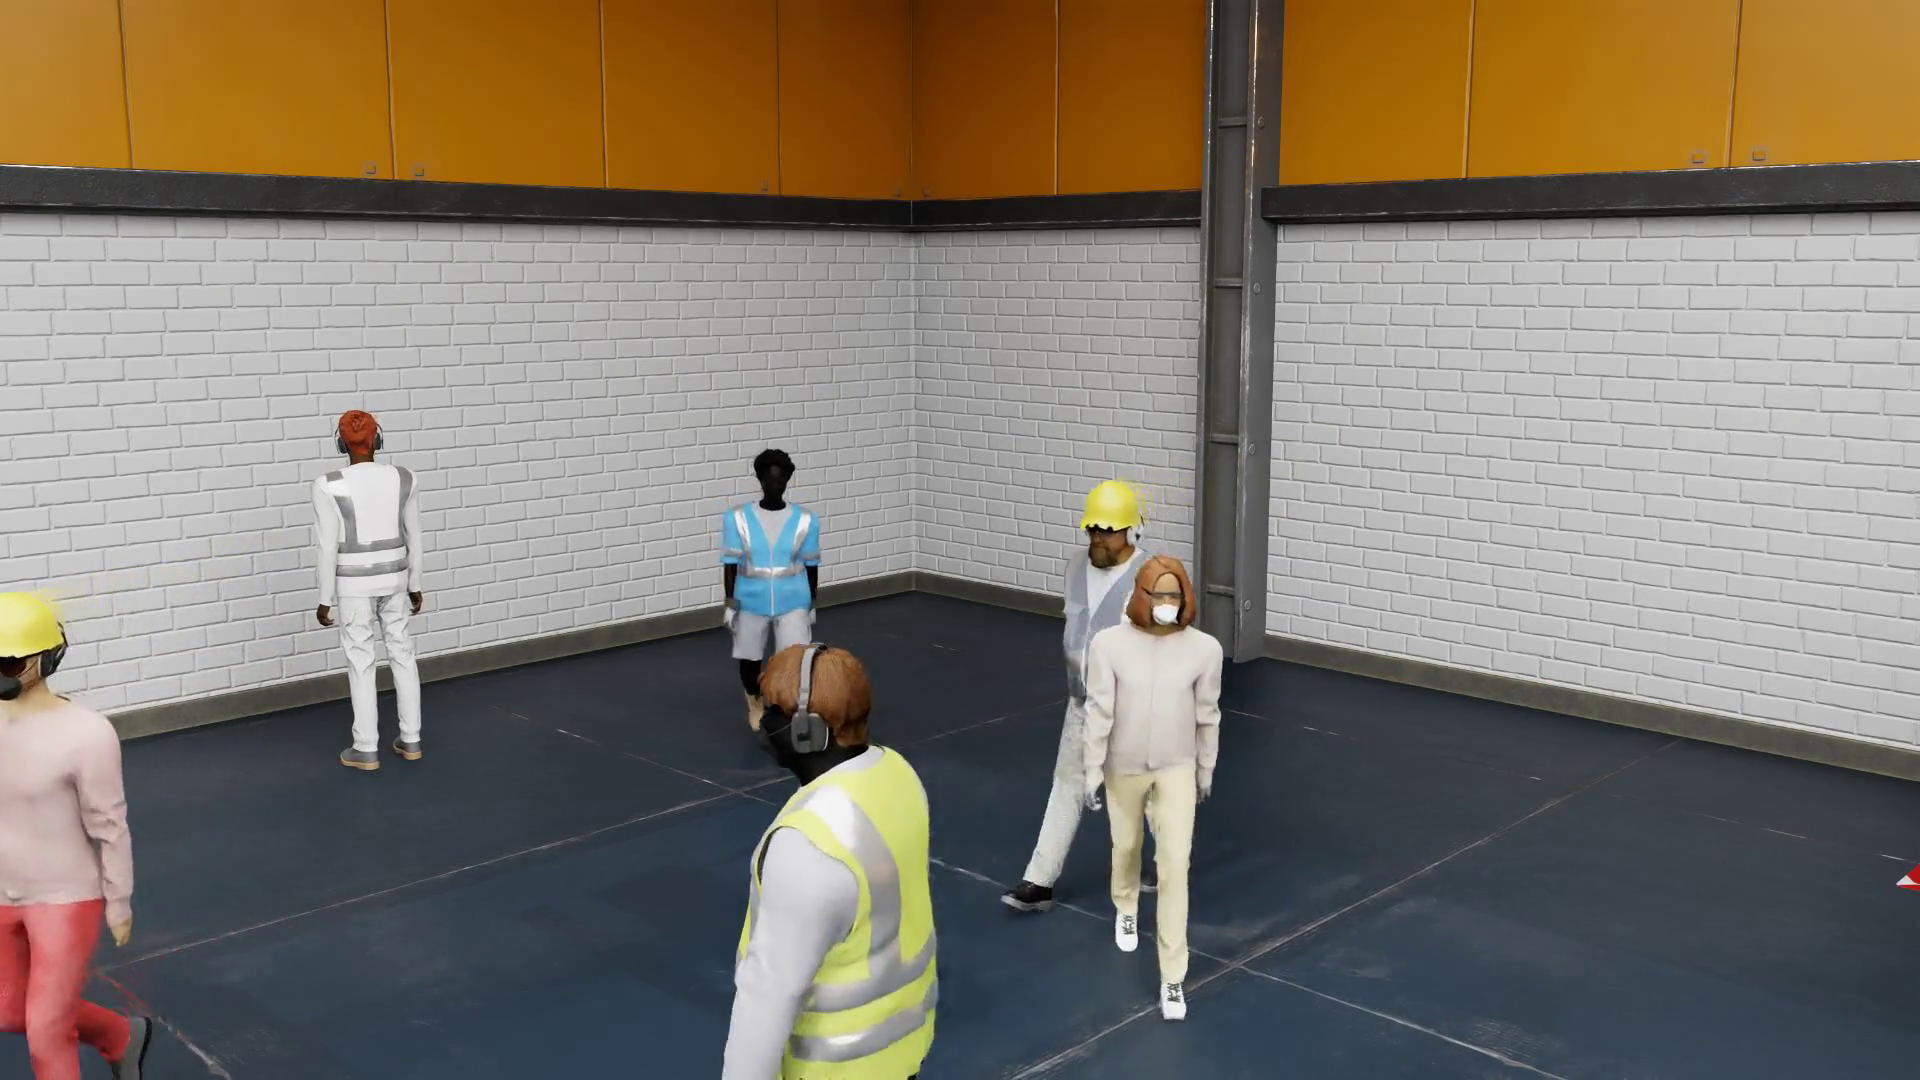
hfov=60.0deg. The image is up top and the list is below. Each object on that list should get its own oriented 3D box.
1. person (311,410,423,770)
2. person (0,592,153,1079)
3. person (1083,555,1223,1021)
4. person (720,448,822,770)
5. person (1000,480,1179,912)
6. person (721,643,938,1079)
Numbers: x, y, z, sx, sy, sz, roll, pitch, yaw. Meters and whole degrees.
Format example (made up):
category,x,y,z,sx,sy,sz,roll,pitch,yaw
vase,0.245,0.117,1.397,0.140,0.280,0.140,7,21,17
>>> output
category,x,y,z,sx,sy,sz,roll,pitch,yaw
person,-3.086,0.258,8.711,0.577,1.882,0.349,-9,13,-43
person,-2.557,0.977,4.720,0.527,1.743,0.697,2,10,13
person,0.700,0.831,6.078,0.497,1.596,0.846,1,9,5
person,-0.999,0.336,8.842,0.541,1.678,0.631,-1,9,-6
person,0.619,0.632,6.777,0.612,1.770,0.938,9,13,44
person,-0.381,1.118,3.648,0.865,1.804,0.637,2,9,11
